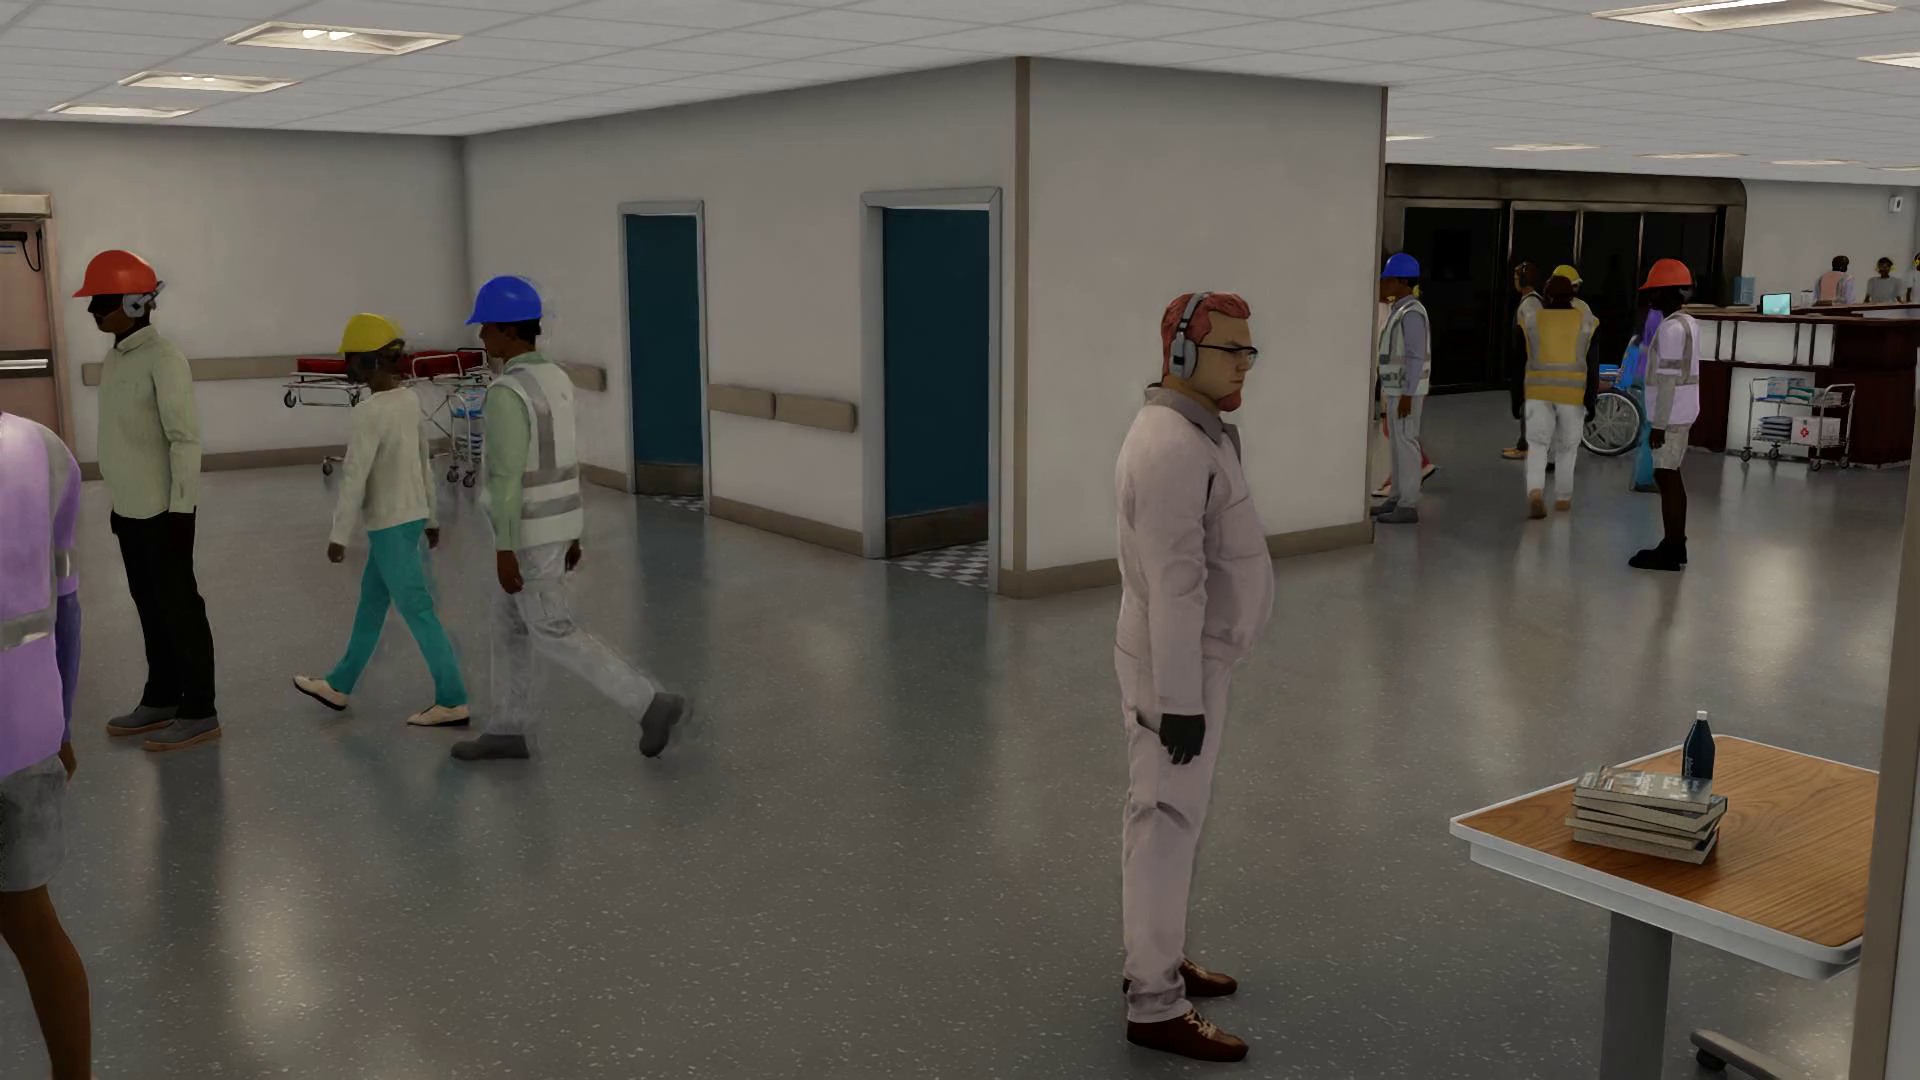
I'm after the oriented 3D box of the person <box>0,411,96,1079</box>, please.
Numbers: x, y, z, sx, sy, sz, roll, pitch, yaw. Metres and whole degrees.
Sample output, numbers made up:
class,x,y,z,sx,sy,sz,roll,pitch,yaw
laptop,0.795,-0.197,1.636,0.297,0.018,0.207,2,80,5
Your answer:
class,x,y,z,sx,sy,sz,roll,pitch,yaw
person,-2.064,0.413,3.417,0.409,2.029,0.614,2,10,11

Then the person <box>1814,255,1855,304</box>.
class,x,y,z,sx,sy,sz,roll,pitch,yaw
person,13.164,-3.351,25.019,0.429,1.841,0.633,-5,11,-25

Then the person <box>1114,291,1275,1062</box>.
class,x,y,z,sx,sy,sz,roll,pitch,yaw
person,0.589,0.329,4.225,0.399,1.905,0.642,1,10,8

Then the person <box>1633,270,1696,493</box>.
class,x,y,z,sx,sy,sz,roll,pitch,yaw
person,5.725,-1.279,13.460,0.502,1.819,0.604,3,10,14

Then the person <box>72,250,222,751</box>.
class,x,y,z,sx,sy,sz,roll,pitch,yaw
person,-3.266,-0.154,6.673,0.622,1.992,0.396,9,13,41

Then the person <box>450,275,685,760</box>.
class,x,y,z,sx,sy,sz,roll,pitch,yaw
person,-1.524,-0.046,6.337,0.906,1.915,0.619,1,10,4

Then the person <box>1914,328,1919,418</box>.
class,x,y,z,sx,sy,sz,roll,pitch,yaw
person,7.098,-0.994,11.828,0.658,1.830,0.811,0,10,-2

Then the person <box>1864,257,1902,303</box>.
class,x,y,z,sx,sy,sz,roll,pitch,yaw
person,14.269,-3.456,25.732,0.960,1.808,0.538,-8,13,-39

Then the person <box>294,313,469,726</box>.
class,x,y,z,sx,sy,sz,roll,pitch,yaw
person,-2.473,-0.070,6.947,0.878,1.724,0.534,0,10,3

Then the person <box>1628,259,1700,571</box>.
class,x,y,z,sx,sy,sz,roll,pitch,yaw
person,4.390,-0.778,10.381,0.404,1.928,0.545,6,12,31

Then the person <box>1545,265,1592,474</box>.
class,x,y,z,sx,sy,sz,roll,pitch,yaw
person,5.289,-1.494,14.642,0.404,1.828,0.603,10,14,43

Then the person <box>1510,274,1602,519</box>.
class,x,y,z,sx,sy,sz,roll,pitch,yaw
person,4.400,-1.062,12.329,0.629,1.805,0.901,4,11,21

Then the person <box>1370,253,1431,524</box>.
class,x,y,z,sx,sy,sz,roll,pitch,yaw
person,3.196,-1.091,12.055,0.404,1.948,0.605,1,10,4

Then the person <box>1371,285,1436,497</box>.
class,x,y,z,sx,sy,sz,roll,pitch,yaw
person,3.580,-1.223,13.332,0.603,1.747,0.546,-2,10,-13

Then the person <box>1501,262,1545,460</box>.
class,x,y,z,sx,sy,sz,roll,pitch,yaw
person,5.291,-1.668,15.578,0.351,1.842,0.507,4,11,24

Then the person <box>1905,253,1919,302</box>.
class,x,y,z,sx,sy,sz,roll,pitch,yaw
person,16.354,-3.979,28.464,0.535,1.864,0.308,-7,12,-34
